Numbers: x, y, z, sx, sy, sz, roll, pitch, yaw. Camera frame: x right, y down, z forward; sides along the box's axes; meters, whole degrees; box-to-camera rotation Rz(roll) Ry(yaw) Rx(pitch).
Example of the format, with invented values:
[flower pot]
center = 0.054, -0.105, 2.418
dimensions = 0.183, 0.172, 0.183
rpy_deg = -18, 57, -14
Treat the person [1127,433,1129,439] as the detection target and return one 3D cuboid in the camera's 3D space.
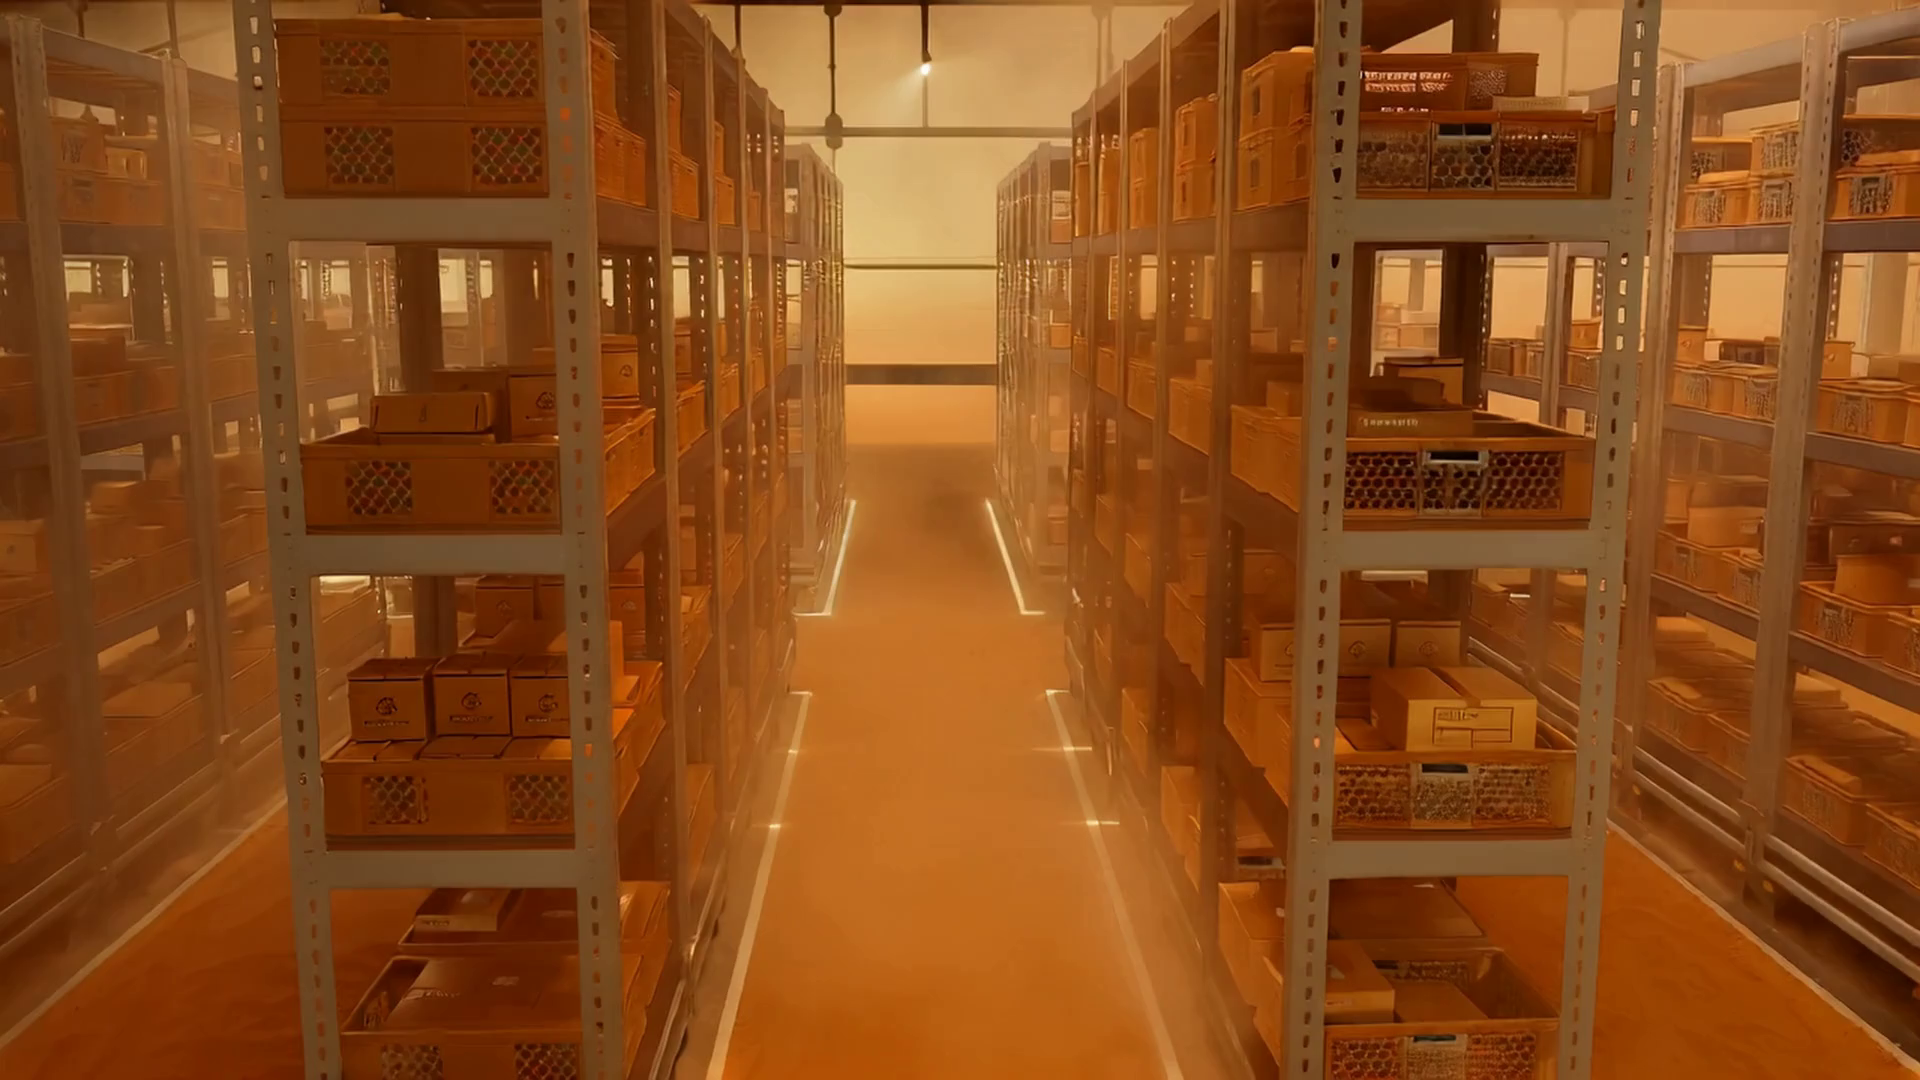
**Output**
[person]
center = 1.351, -0.281, 12.555
dimensions = 0.452, 1.829, 0.570
rpy_deg = 0, 9, -3
